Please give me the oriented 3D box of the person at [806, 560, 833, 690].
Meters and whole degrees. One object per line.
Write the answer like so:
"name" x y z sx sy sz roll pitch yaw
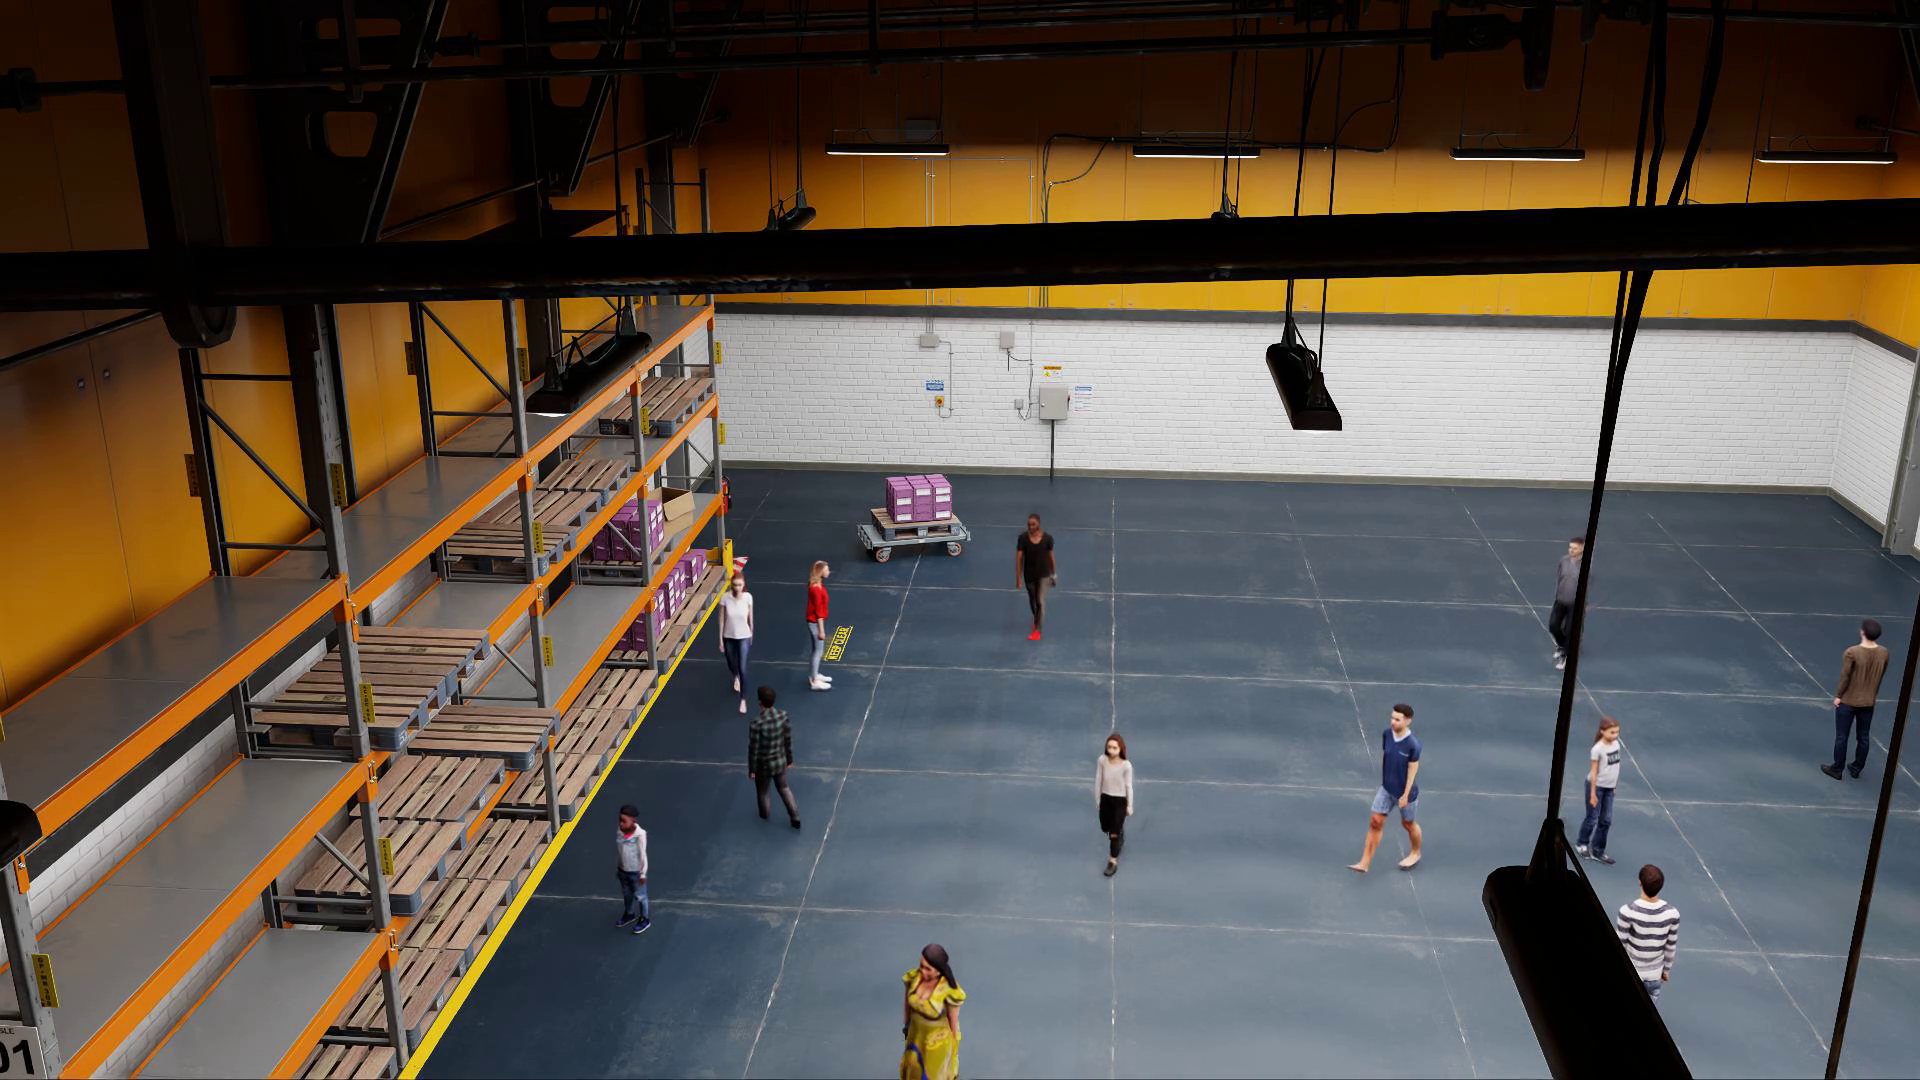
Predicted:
"person" -1.792 1.051 20.819 0.726 1.699 0.536 -2 19 -7

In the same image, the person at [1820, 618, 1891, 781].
"person" 9.951 1.755 18.433 0.685 1.887 0.623 -1 19 -4

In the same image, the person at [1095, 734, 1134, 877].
"person" 1.561 2.589 16.610 0.717 1.471 0.900 8 20 22

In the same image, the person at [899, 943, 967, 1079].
"person" -0.176 3.795 12.763 0.964 1.640 1.111 11 22 30

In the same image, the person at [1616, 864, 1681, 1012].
"person" 5.474 3.475 13.389 0.650 1.847 0.541 1 19 2

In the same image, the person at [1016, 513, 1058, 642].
"person" 1.059 0.448 22.503 0.776 1.767 1.221 2 19 7

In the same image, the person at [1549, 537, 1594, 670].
"person" 7.921 0.796 21.493 0.779 1.752 0.836 17 25 41

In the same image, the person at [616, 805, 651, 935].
"person" -3.062 3.050 15.569 0.559 1.261 0.592 11 22 30

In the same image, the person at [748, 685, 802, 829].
"person" -1.946 2.350 17.535 0.999 1.700 1.053 -13 23 -34

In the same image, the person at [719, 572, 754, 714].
"person" -2.736 1.199 20.373 0.672 1.703 1.155 -1 19 -3

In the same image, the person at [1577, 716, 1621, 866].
"person" 6.443 2.485 16.786 0.735 1.555 0.807 -8 20 -22

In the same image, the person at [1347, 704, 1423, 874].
"person" 4.415 2.463 16.478 1.163 1.792 1.160 -12 22 -33
